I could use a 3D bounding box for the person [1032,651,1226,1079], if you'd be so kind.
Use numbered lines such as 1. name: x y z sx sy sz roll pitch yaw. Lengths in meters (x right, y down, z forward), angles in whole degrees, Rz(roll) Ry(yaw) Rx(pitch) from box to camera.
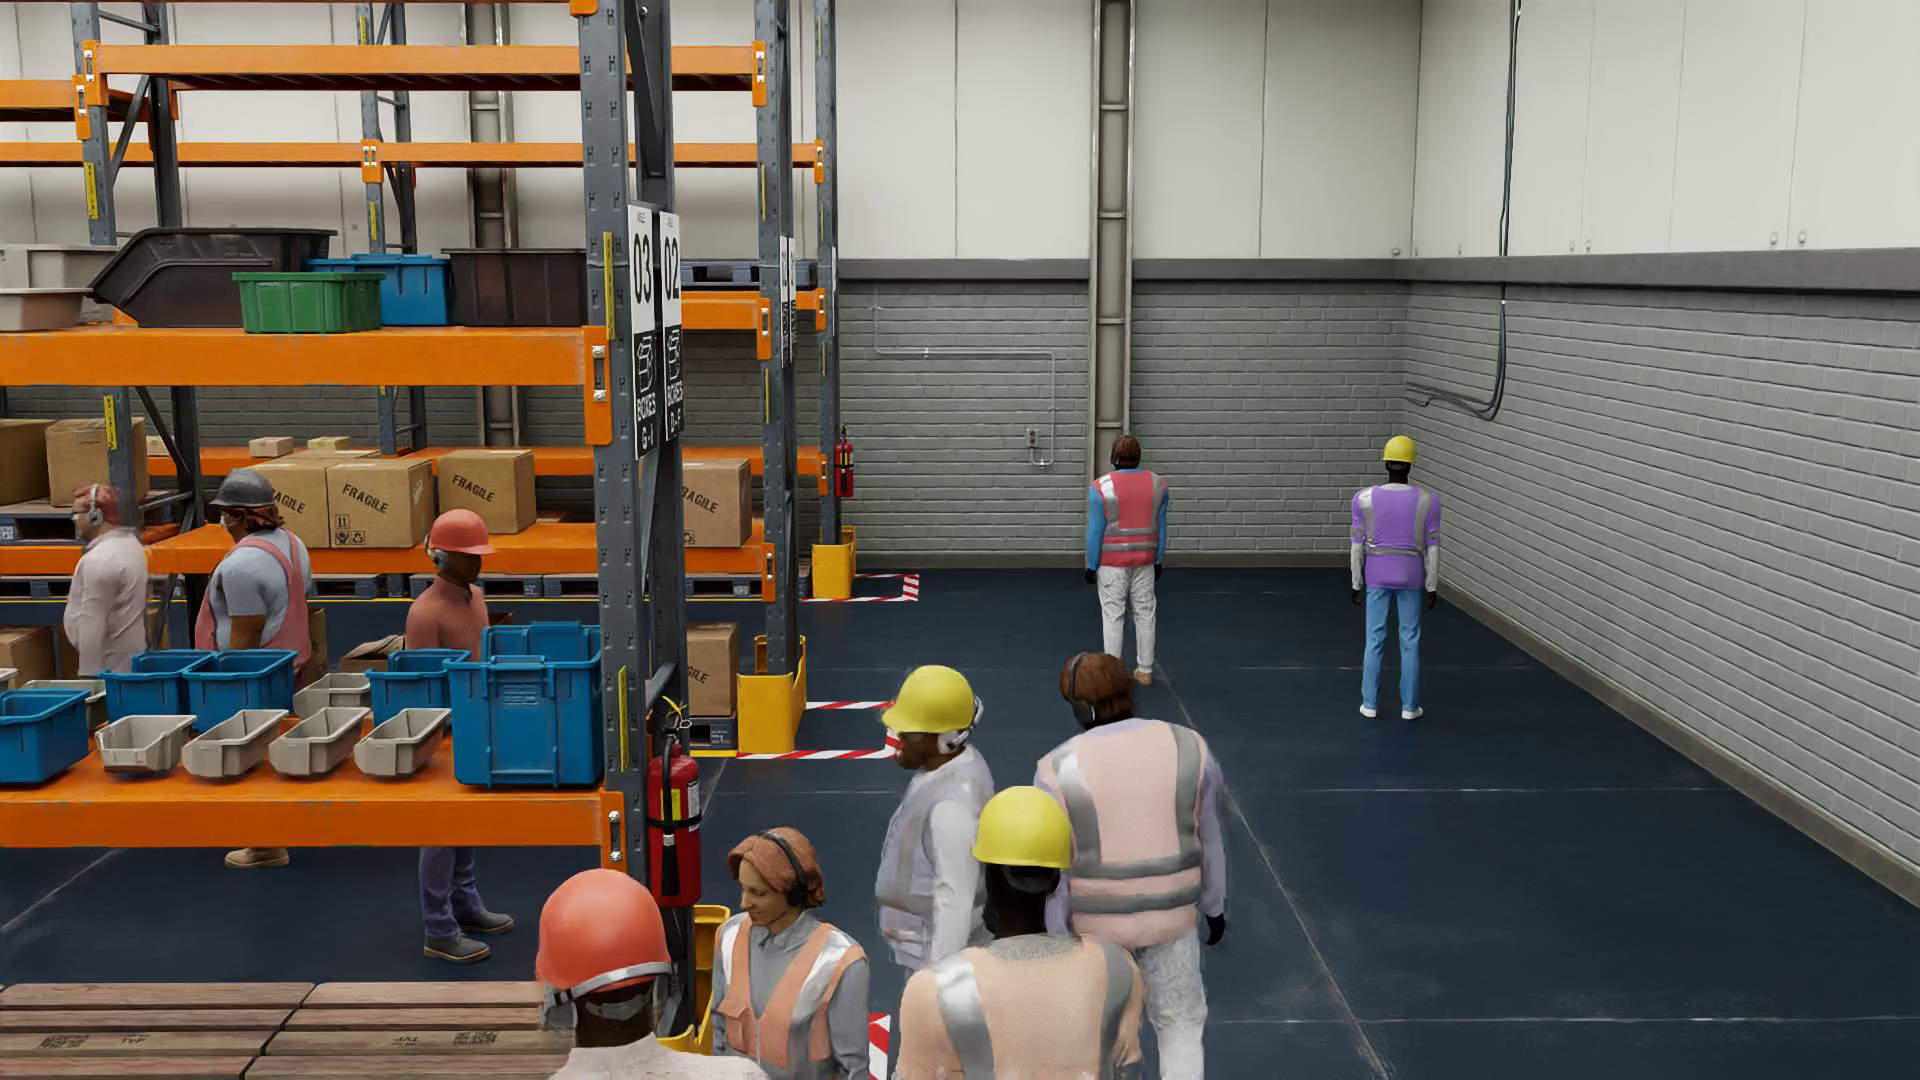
1. person: 0.575 1.271 5.378 0.688 1.802 0.753 -1 9 -9

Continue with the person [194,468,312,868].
1. person: -3.615 0.641 8.495 0.536 2.000 0.672 0 9 3

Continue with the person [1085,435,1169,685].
1. person: 1.195 0.155 12.080 0.622 1.845 0.429 -3 10 -17

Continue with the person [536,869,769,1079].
1. person: -0.643 1.564 3.125 0.632 1.969 0.835 -4 10 -25

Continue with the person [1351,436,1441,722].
1. person: 2.914 0.262 11.166 0.588 1.927 0.370 3 10 16

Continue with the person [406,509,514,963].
1. person: -2.211 0.847 7.377 0.394 1.990 0.618 1 9 6

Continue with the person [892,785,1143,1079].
1. person: 0.183 1.515 3.647 0.604 1.890 0.861 -5 10 -26

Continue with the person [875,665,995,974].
1. person: -0.065 1.280 5.283 0.404 1.817 0.627 0 9 1

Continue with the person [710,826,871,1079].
1. person: -0.436 1.528 4.312 0.525 1.631 0.317 6 11 35
